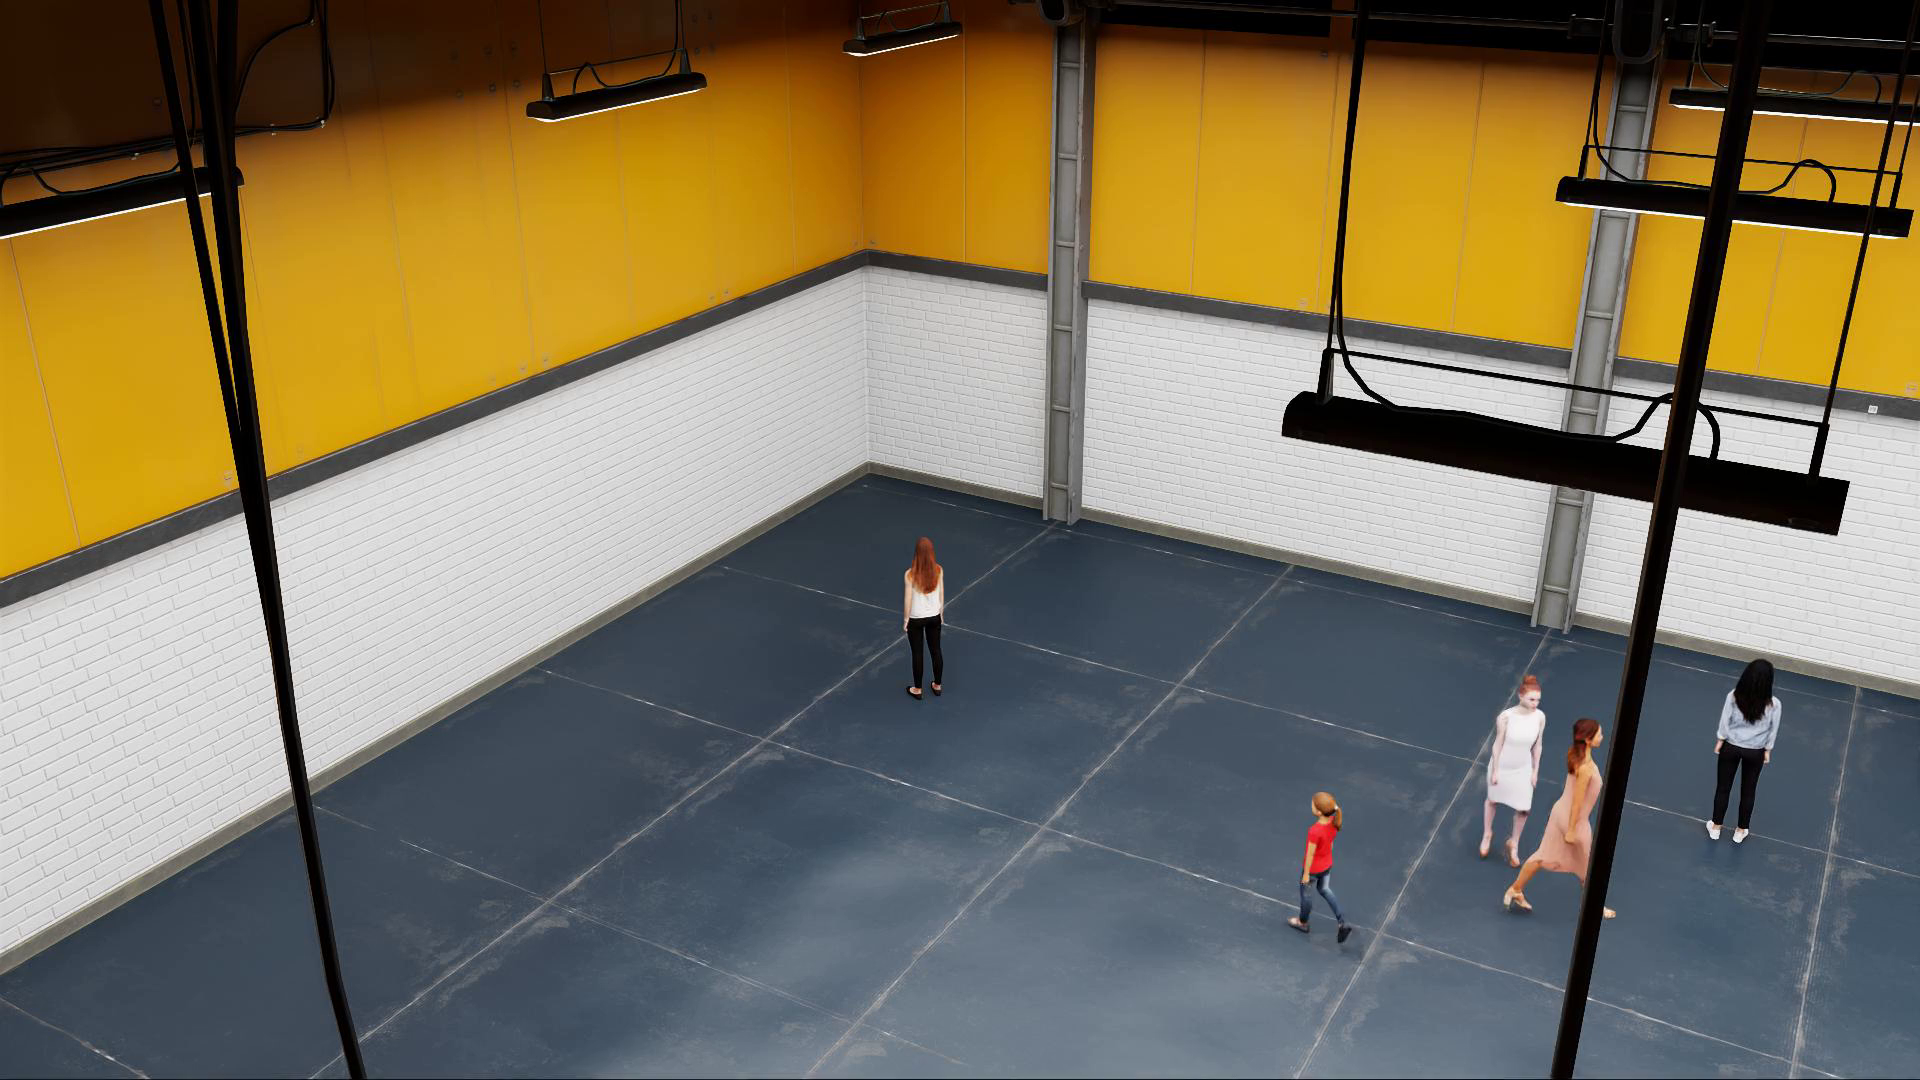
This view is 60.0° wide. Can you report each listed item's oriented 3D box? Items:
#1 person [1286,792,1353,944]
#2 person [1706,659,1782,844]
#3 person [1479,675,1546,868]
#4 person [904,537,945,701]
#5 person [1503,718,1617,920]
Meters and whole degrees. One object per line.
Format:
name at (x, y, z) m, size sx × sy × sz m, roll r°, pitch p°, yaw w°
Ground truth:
person at (2.830, 2.544, 12.881) m, size 0.653 × 1.298 × 0.848 m, roll -19°, pitch 30°, yaw -36°
person at (6.648, 1.778, 14.118) m, size 0.536 × 1.711 × 0.699 m, roll 8°, pitch 25°, yaw 18°
person at (4.549, 1.887, 13.781) m, size 0.668 × 1.780 × 0.737 m, roll 3°, pitch 24°, yaw 7°
person at (-0.344, 0.767, 16.416) m, size 0.650 × 1.722 × 0.684 m, roll -10°, pitch 25°, yaw -21°
person at (4.696, 2.205, 13.049) m, size 1.152 × 1.785 × 0.887 m, roll 3°, pitch 24°, yaw 7°
